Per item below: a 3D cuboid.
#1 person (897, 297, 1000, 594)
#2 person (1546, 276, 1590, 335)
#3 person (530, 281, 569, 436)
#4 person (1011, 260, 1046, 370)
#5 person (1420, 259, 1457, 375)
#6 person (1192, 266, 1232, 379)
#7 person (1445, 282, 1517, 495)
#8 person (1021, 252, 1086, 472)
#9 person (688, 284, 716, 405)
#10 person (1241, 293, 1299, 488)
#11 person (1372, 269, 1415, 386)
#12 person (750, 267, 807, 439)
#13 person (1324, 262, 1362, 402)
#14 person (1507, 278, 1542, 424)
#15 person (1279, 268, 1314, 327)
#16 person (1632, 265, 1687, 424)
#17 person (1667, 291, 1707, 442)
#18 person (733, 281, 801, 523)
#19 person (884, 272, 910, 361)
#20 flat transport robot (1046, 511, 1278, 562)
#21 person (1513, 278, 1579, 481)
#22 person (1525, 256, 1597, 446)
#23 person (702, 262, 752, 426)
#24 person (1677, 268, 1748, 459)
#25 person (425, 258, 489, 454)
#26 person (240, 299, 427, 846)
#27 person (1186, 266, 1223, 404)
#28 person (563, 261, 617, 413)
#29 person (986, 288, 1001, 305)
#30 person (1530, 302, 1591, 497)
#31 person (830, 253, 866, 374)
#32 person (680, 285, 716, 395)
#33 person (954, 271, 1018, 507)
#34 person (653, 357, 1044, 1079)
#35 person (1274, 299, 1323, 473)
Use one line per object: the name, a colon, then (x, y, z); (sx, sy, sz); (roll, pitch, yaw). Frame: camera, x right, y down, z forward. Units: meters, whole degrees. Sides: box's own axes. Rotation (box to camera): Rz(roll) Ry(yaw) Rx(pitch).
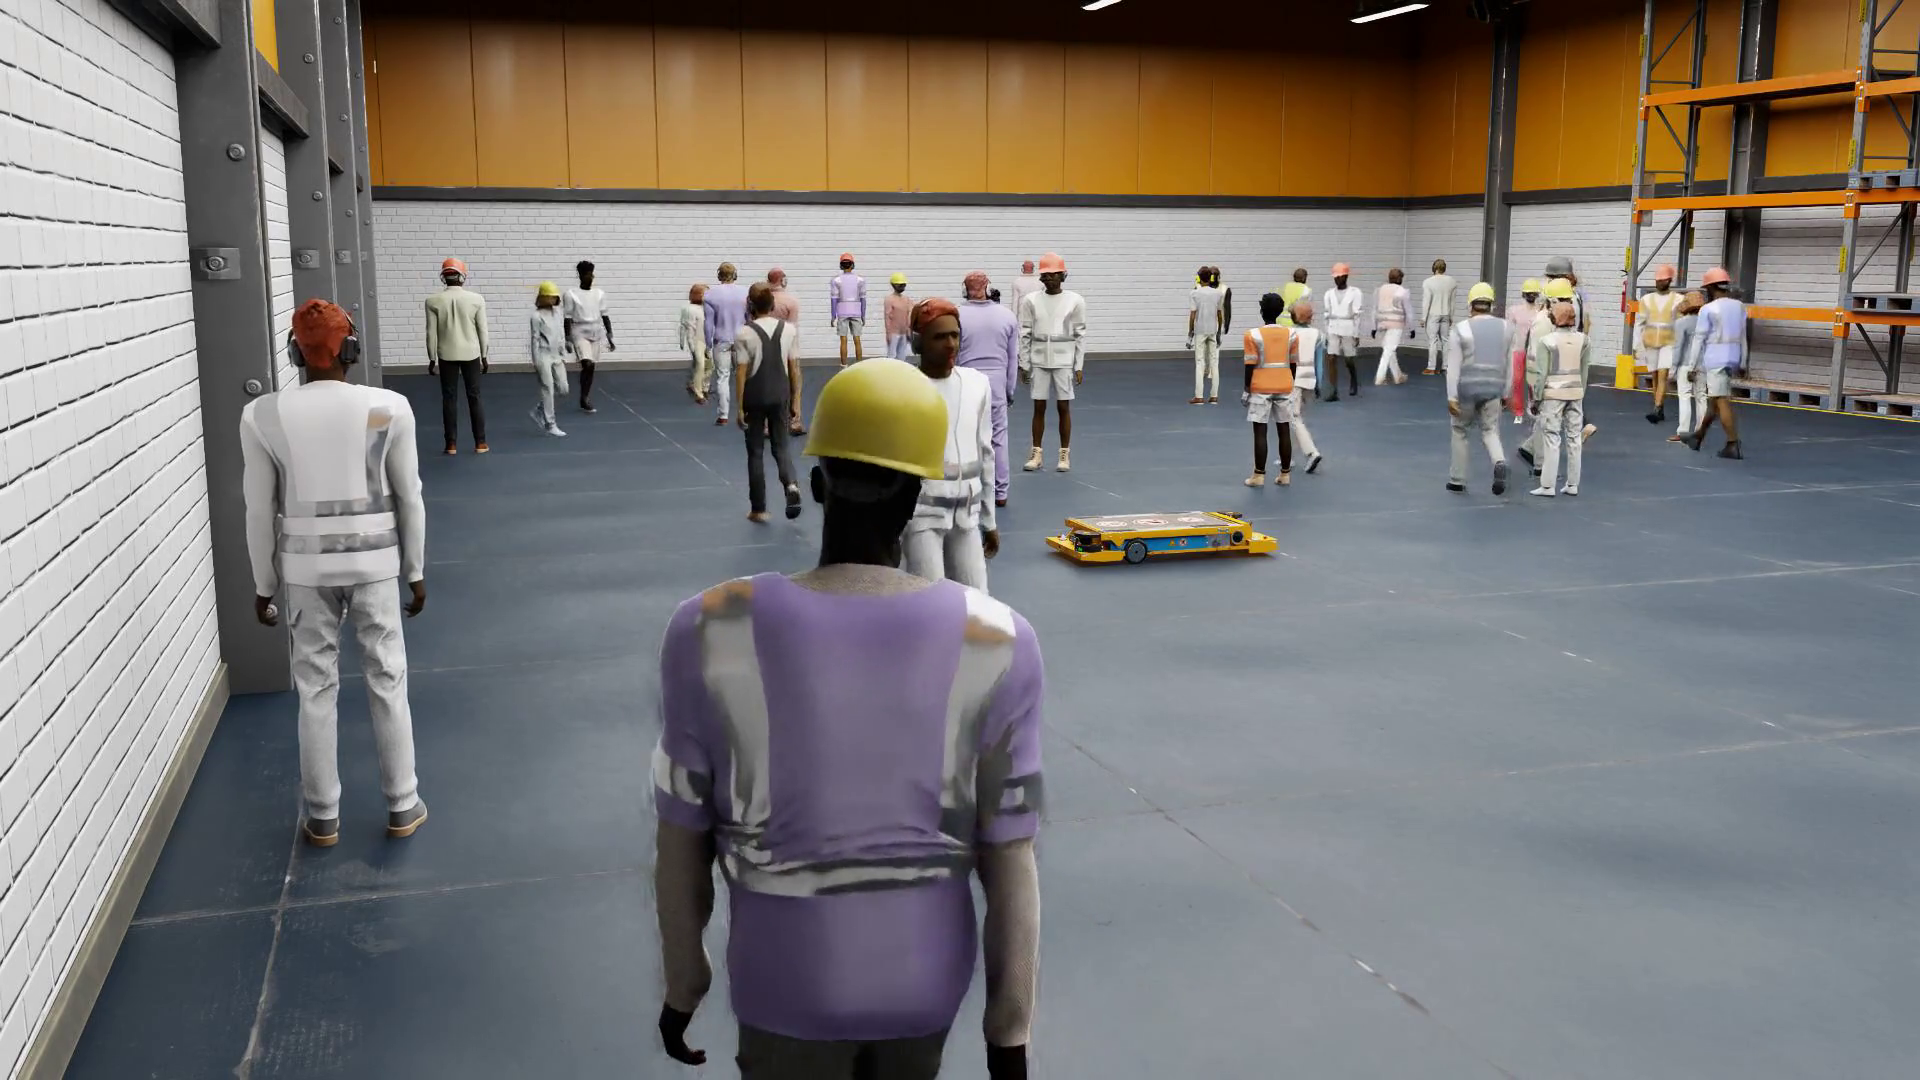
person: (-0.123, -0.072, 6.905); (0.594, 1.866, 0.550); (-7, 12, -37)
person: (8.221, -2.738, 22.562); (0.567, 1.794, 0.959); (3, 10, 16)
person: (-4.617, -2.024, 18.589); (0.451, 1.725, 0.508); (5, 11, 25)
person: (1.186, -3.919, 29.061); (0.639, 1.909, 0.402); (-3, 10, -16)
person: (8.008, -3.732, 27.885); (0.627, 1.940, 0.376); (-3, 10, -16)
person: (4.062, -3.505, 26.920); (0.635, 1.827, 0.450); (2, 10, 14)
person: (4.343, -1.238, 13.844); (0.606, 1.804, 0.729); (-1, 10, -8)
person: (0.863, -1.648, 15.517); (0.609, 2.044, 0.396); (3, 10, 16)
person: (-3.442, -2.620, 22.351); (0.373, 1.625, 0.520); (7, 12, 36)
person: (2.696, -1.295, 14.471); (0.532, 1.697, 0.322); (-3, 10, -16)
person: (6.717, -3.288, 25.735); (0.960, 1.791, 0.646); (-8, 12, -38)
person: (-1.987, -2.071, 18.427); (0.649, 1.879, 0.730); (4, 11, 21)
person: (5.302, -2.875, 23.001); (0.558, 1.916, 0.703); (6, 12, 32)
person: (6.824, -2.270, 19.990); (0.525, 1.752, 0.517); (3, 10, 18)
person: (5.452, -3.512, 27.057); (0.637, 1.797, 0.974); (7, 12, 34)
person: (8.367, -2.343, 19.970); (0.565, 1.887, 0.969); (7, 12, 35)
person: (7.887, -1.864, 17.950); (0.498, 1.633, 0.287); (-3, 10, -16)
person: (-1.436, -1.015, 12.460); (0.524, 1.833, 0.612); (-5, 11, -28)
person: (-0.886, -2.973, 23.993); (0.330, 1.766, 0.530); (7, 12, 37)
flat transport robot: (1.366, -0.035, 11.305); (1.431, 0.197, 0.652); (-3, 10, -17)
person: (5.294, -1.440, 14.975); (0.446, 1.821, 0.605); (7, 12, 36)
person: (6.047, -1.869, 16.802); (0.654, 2.000, 0.684); (6, 11, 29)
person: (-2.726, -2.310, 19.674); (0.627, 1.933, 0.376); (-3, 10, -16)
person: (7.561, -1.783, 16.754); (0.564, 1.883, 0.977); (-4, 10, -21)
person: (-5.116, -1.868, 16.963); (0.610, 1.984, 0.400); (-3, 10, -16)
person: (-2.138, 0.125, 5.745); (0.573, 1.873, 0.359); (-3, 10, -16)
person: (3.301, -2.761, 22.483); (0.520, 1.865, 0.333); (-3, 10, -16)
person: (-4.718, -2.591, 21.286); (0.725, 1.939, 0.622); (9, 13, 42)
person: (0.272, -1.743, 17.087); (0.390, 1.688, 0.537); (4, 11, 24)
person: (5.024, -1.171, 13.926); (0.514, 1.639, 0.314); (-3, 10, -16)
person: (-1.858, -3.728, 27.592); (0.605, 2.033, 0.402); (-3, 10, -16)
person: (-3.752, -2.867, 23.906); (0.883, 1.580, 0.507); (10, 14, 44)
person: (0.144, -1.195, 13.317); (0.639, 1.901, 0.402); (-3, 10, -16)
person: (-0.149, 0.680, 2.504); (0.595, 1.890, 0.883); (-2, 10, -12)
person: (3.189, -1.443, 15.575); (0.521, 1.609, 0.775); (-5, 11, -26)
